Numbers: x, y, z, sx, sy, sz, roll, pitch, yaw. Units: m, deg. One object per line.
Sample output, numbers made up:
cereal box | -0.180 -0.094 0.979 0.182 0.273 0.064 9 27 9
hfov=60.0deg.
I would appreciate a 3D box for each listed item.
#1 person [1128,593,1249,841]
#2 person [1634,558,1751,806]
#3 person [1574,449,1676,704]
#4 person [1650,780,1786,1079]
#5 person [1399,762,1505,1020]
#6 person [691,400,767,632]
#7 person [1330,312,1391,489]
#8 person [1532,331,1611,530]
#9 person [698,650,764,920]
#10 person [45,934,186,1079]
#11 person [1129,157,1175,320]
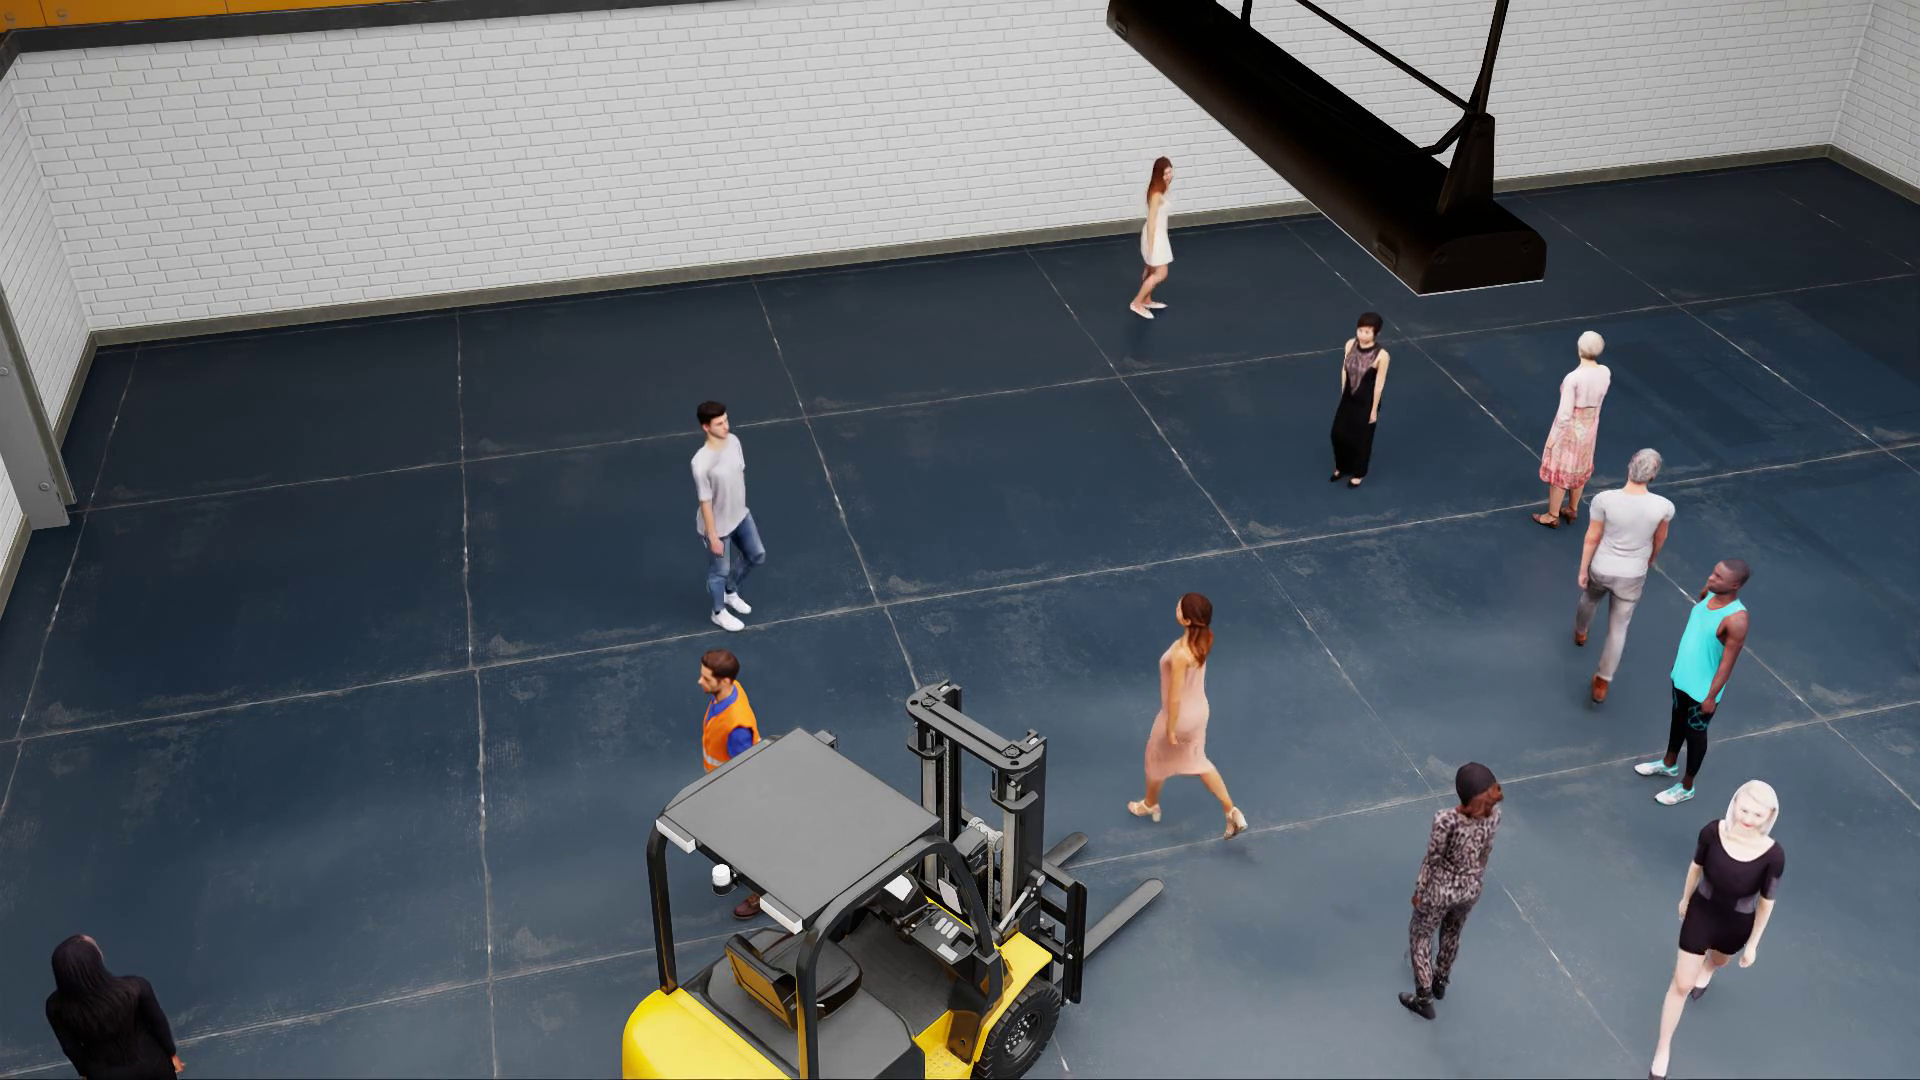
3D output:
person | 1.425 1.093 10.051 1.113 1.810 0.960 23 40 31
person | 4.633 0.870 10.385 0.713 1.811 0.512 -3 34 -5
person | 4.481 0.282 11.310 1.156 1.767 1.288 12 35 17
person | 4.025 1.968 8.760 1.126 1.780 1.192 18 38 25
person | 2.655 1.886 8.943 0.579 1.715 0.616 -9 35 -13
person | -1.762 -0.186 11.913 0.874 1.877 0.808 16 37 23
person | 3.335 -1.156 13.634 0.682 1.589 0.765 26 41 33
person | 4.842 -0.855 13.087 0.630 1.691 0.610 -13 36 -19
person | -1.277 1.374 9.582 0.770 1.861 0.582 -13 36 -19
person | -3.986 2.527 7.973 0.610 1.721 0.498 -10 35 -15
person | 1.860 -2.953 16.245 0.795 1.691 0.709 1 34 2
